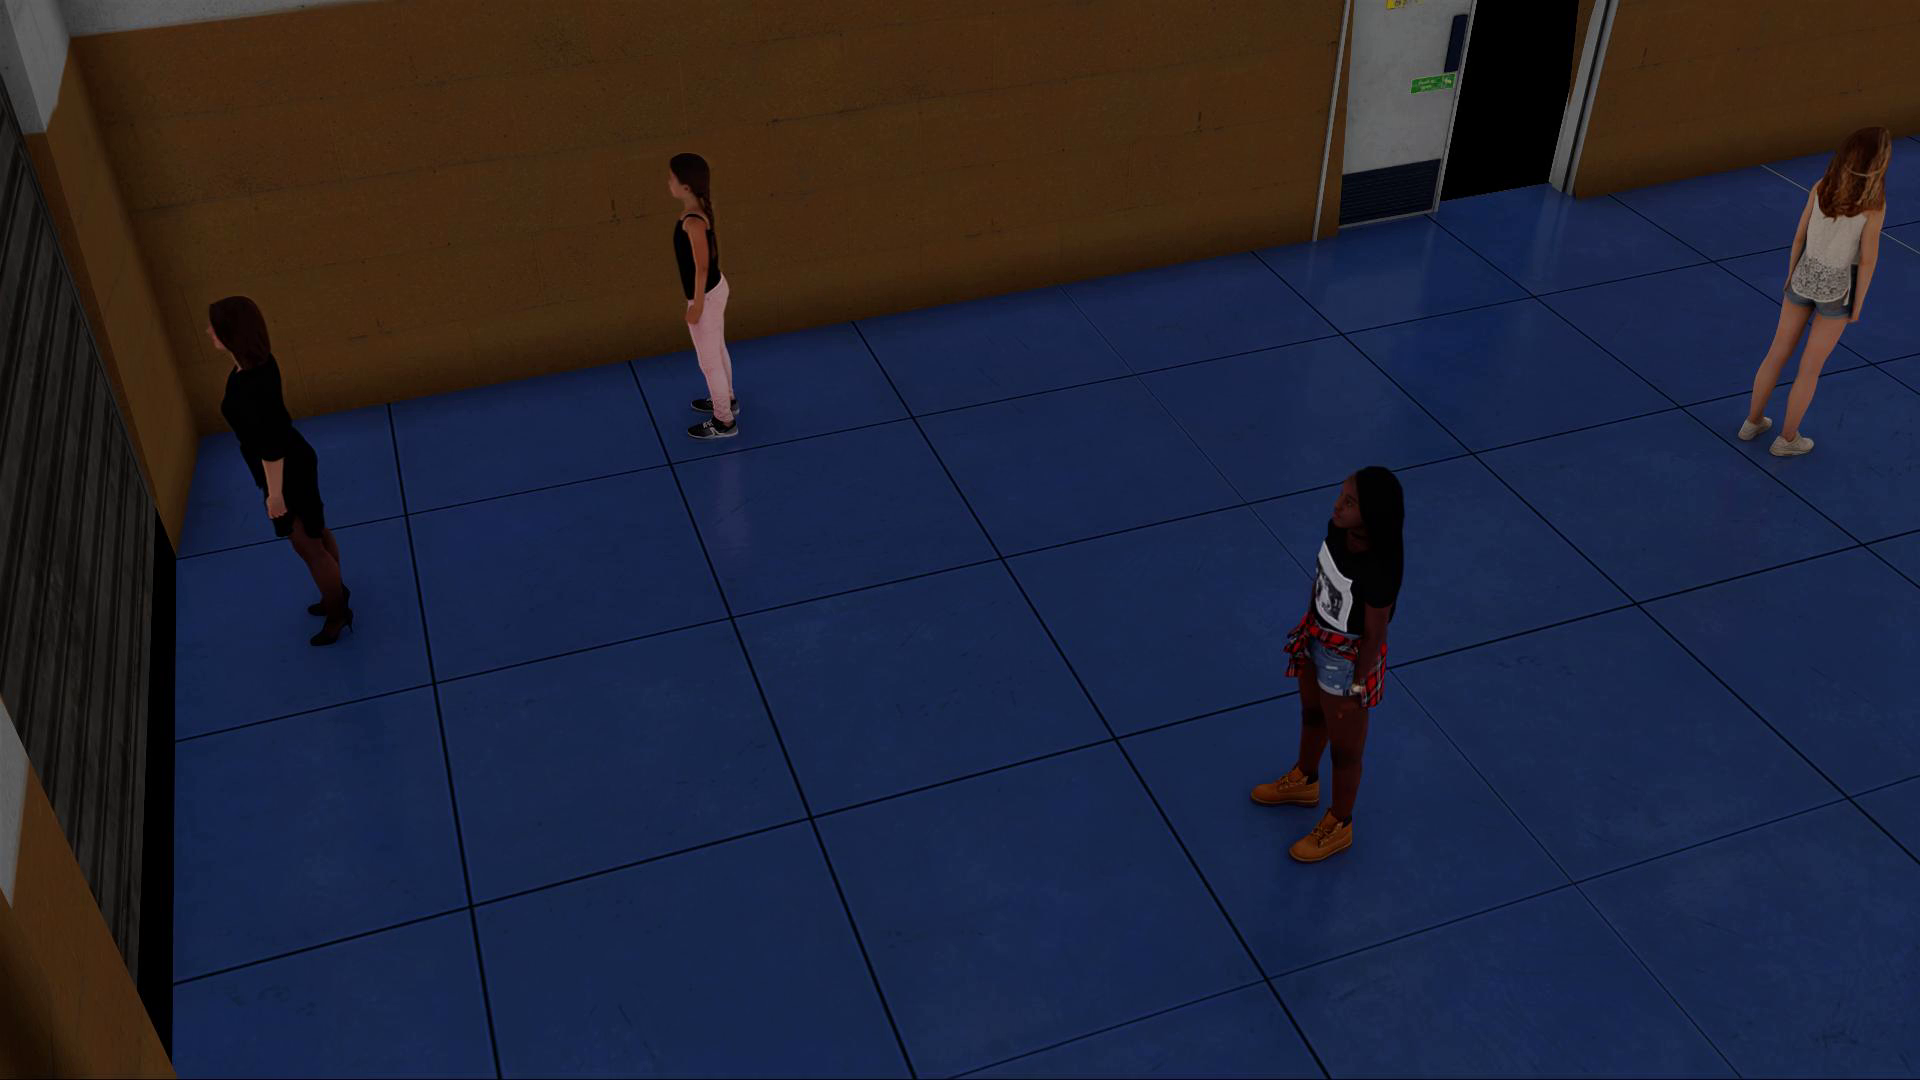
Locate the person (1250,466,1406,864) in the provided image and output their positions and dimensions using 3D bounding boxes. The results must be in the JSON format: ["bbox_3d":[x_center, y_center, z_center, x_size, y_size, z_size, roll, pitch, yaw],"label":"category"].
[{"bbox_3d":[1.396,0.447,6.113,0.671,1.729,0.539,-10,38,-13],"label":"person"}]

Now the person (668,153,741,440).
[{"bbox_3d":[-1.306,-1.246,8.506,0.662,1.564,0.541,0,37,0],"label":"person"}]

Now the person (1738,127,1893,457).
[{"bbox_3d":[4.291,-1.226,8.317,0.672,1.759,0.528,-21,42,-26],"label":"person"}]

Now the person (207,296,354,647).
[{"bbox_3d":[-2.869,-0.280,7.087,0.659,1.706,0.460,-9,38,-12],"label":"person"}]
